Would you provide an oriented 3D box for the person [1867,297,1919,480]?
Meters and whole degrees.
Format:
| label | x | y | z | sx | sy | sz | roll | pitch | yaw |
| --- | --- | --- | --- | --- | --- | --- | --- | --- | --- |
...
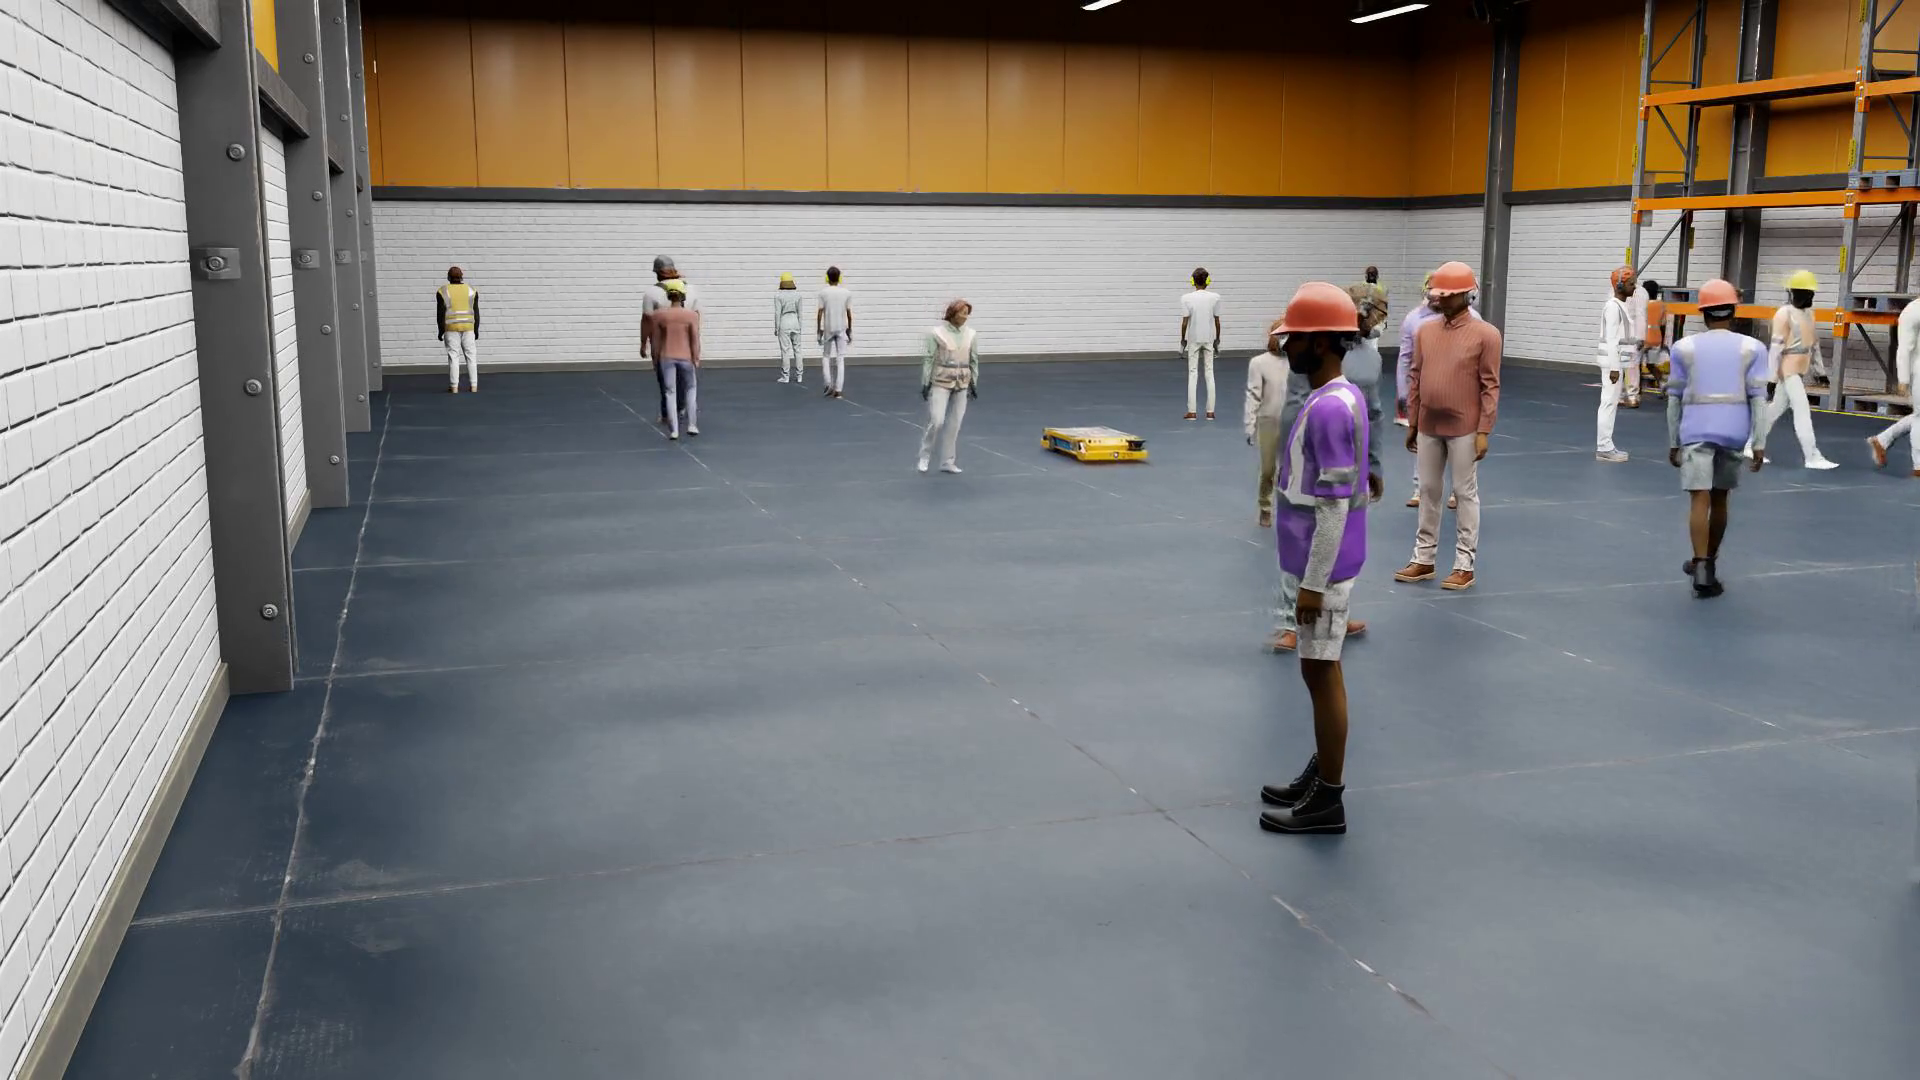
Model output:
| label | x | y | z | sx | sy | sz | roll | pitch | yaw |
| --- | --- | --- | --- | --- | --- | --- | --- | --- | --- |
| person | 8.667 | -1.507 | 15.086 | 0.637 | 1.915 | 0.767 | -6 | 11 | -30 |

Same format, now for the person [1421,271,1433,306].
| label | x | y | z | sx | sy | sz | roll | pitch | yaw |
| --- | --- | --- | --- | --- | --- | --- | --- | --- | --- |
| person | 6.768 | -2.906 | 23.542 | 0.599 | 1.796 | 0.751 | -8 | 13 | -40 |

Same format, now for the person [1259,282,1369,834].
| label | x | y | z | sx | sy | sz | roll | pitch | yaw |
| --- | --- | --- | --- | --- | --- | --- | --- | --- | --- |
| person | 1.249 | 0.070 | 5.875 | 0.357 | 1.937 | 0.550 | 2 | 10 | 13 |

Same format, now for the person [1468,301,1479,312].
| label | x | y | z | sx | sy | sz | roll | pitch | yaw |
| --- | --- | --- | --- | --- | --- | --- | --- | --- | --- |
| person | 7.299 | -2.947 | 24.288 | 0.495 | 1.611 | 0.422 | 3 | 10 | 15 |

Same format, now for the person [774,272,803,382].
| label | x | y | z | sx | sy | sz | roll | pitch | yaw |
| --- | --- | --- | --- | --- | --- | --- | --- | --- | --- |
| person | -2.724 | -3.366 | 26.337 | 0.487 | 1.741 | 0.313 | -6 | 11 | -30 |

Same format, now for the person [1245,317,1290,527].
| label | x | y | z | sx | sy | sz | roll | pitch | yaw |
| --- | --- | --- | --- | --- | --- | --- | --- | --- | --- |
| person | 2.324 | -0.836 | 12.122 | 0.513 | 1.592 | 0.844 | 1 | 10 | 3 |

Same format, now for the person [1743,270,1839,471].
| label | x | y | z | sx | sy | sz | roll | pitch | yaw |
| --- | --- | --- | --- | --- | --- | --- | --- | --- | --- |
| person | 7.957 | -1.629 | 15.886 | 0.588 | 1.883 | 0.988 | -8 | 13 | -40 |

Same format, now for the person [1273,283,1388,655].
| label | x | y | z | sx | sy | sz | roll | pitch | yaw |
| --- | --- | --- | --- | --- | --- | --- | --- | --- | --- |
| person | 1.884 | -0.366 | 8.560 | 0.748 | 1.895 | 0.375 | -7 | 12 | -36 |

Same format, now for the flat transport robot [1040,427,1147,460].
| label | x | y | z | sx | sy | sz | roll | pitch | yaw |
| --- | --- | --- | --- | --- | --- | --- | --- | --- | --- |
| flat transport robot | 1.335 | -0.989 | 16.826 | 0.652 | 0.197 | 1.431 | -3 | 10 | -14 |

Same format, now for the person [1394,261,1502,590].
| label | x | y | z | sx | sy | sz | roll | pitch | yaw |
| --- | --- | --- | --- | --- | --- | --- | --- | --- | --- |
| person | 2.983 | -0.697 | 10.165 | 0.385 | 1.990 | 0.608 | -8 | 13 | -39 |

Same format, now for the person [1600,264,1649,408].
| label | x | y | z | sx | sy | sz | roll | pitch | yaw |
| --- | --- | --- | --- | --- | --- | --- | --- | --- | --- |
| person | 8.764 | -2.676 | 21.927 | 0.447 | 1.891 | 0.735 | -5 | 11 | -28 |

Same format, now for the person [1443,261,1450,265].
| label | x | y | z | sx | sy | sz | roll | pitch | yaw |
| --- | --- | --- | --- | --- | --- | --- | --- | --- | --- |
| person | 8.505 | -3.911 | 29.061 | 0.649 | 1.895 | 0.434 | -2 | 10 | -10 |

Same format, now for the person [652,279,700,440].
| label | x | y | z | sx | sy | sz | roll | pitch | yaw |
| --- | --- | --- | --- | --- | --- | --- | --- | --- | --- |
| person | -3.124 | -1.992 | 18.370 | 0.538 | 1.742 | 0.728 | -1 | 10 | -4 |

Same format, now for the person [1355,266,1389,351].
| label | x | y | z | sx | sy | sz | roll | pitch | yaw |
| --- | --- | --- | --- | --- | --- | --- | --- | --- | --- |
| person | 7.003 | -3.768 | 28.429 | 0.631 | 1.830 | 0.529 | 1 | 10 | 5 |

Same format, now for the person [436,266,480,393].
| label | x | y | z | sx | sy | sz | roll | pitch | yaw |
| --- | --- | --- | --- | --- | --- | --- | --- | --- | --- |
| person | -7.344 | -3.072 | 24.345 | 0.619 | 1.845 | 0.430 | -6 | 11 | -31 |

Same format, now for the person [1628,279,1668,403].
| label | x | y | z | sx | sy | sz | roll | pitch | yaw |
| --- | --- | --- | --- | --- | --- | --- | --- | --- | --- |
| person | 9.323 | -2.676 | 22.512 | 0.537 | 1.687 | 0.470 | -2 | 10 | -13 |

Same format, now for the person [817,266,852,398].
| label | x | y | z | sx | sy | sz | roll | pitch | yaw |
| --- | --- | --- | --- | --- | --- | --- | --- | --- | --- |
| person | -1.780 | -2.949 | 23.631 | 0.525 | 1.847 | 0.712 | -2 | 10 | -10 |

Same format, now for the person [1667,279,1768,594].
| label | x | y | z | sx | sy | sz | roll | pitch | yaw |
| --- | --- | --- | --- | --- | --- | --- | --- | --- | --- |
| person | 4.582 | -0.627 | 10.081 | 0.544 | 1.897 | 0.913 | 3 | 10 | 15 |

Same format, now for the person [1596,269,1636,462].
| label | x | y | z | sx | sy | sz | roll | pitch | yaw |
| --- | --- | --- | --- | --- | --- | --- | --- | --- | --- |
| person | 6.465 | -1.717 | 16.383 | 0.356 | 1.883 | 0.573 | 5 | 11 | 25 |

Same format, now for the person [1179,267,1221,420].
| label | x | y | z | sx | sy | sz | roll | pitch | yaw |
| --- | --- | --- | --- | --- | --- | --- | --- | --- | --- |
| person | 2.941 | -2.398 | 20.382 | 0.519 | 1.865 | 0.326 | -1 | 10 | -4 |

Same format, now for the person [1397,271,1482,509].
| label | x | y | z | sx | sy | sz | roll | pitch | yaw |
| --- | --- | --- | --- | --- | --- | --- | --- | --- | --- |
| person | 3.847 | -1.198 | 13.314 | 0.701 | 1.905 | 0.399 | 6 | 11 | 30 |

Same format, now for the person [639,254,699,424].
| label | x | y | z | sx | sy | sz | roll | pitch | yaw |
| --- | --- | --- | --- | --- | --- | --- | --- | --- | --- |
| person | -3.496 | -2.389 | 19.814 | 0.709 | 2.000 | 0.565 | -8 | 13 | -38 |

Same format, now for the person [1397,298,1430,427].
| label | x | y | z | sx | sy | sz | roll | pitch | yaw |
| --- | --- | --- | --- | --- | --- | --- | --- | --- | --- |
| person | 5.488 | -2.138 | 19.306 | 0.524 | 1.720 | 0.895 | -7 | 12 | -37 |

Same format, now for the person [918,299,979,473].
| label | x | y | z | sx | sy | sz | roll | pitch | yaw |
| --- | --- | --- | --- | --- | --- | --- | --- | --- | --- |
| person | -0.100 | -1.414 | 15.397 | 0.550 | 1.614 | 0.400 | -6 | 11 | -30 |
